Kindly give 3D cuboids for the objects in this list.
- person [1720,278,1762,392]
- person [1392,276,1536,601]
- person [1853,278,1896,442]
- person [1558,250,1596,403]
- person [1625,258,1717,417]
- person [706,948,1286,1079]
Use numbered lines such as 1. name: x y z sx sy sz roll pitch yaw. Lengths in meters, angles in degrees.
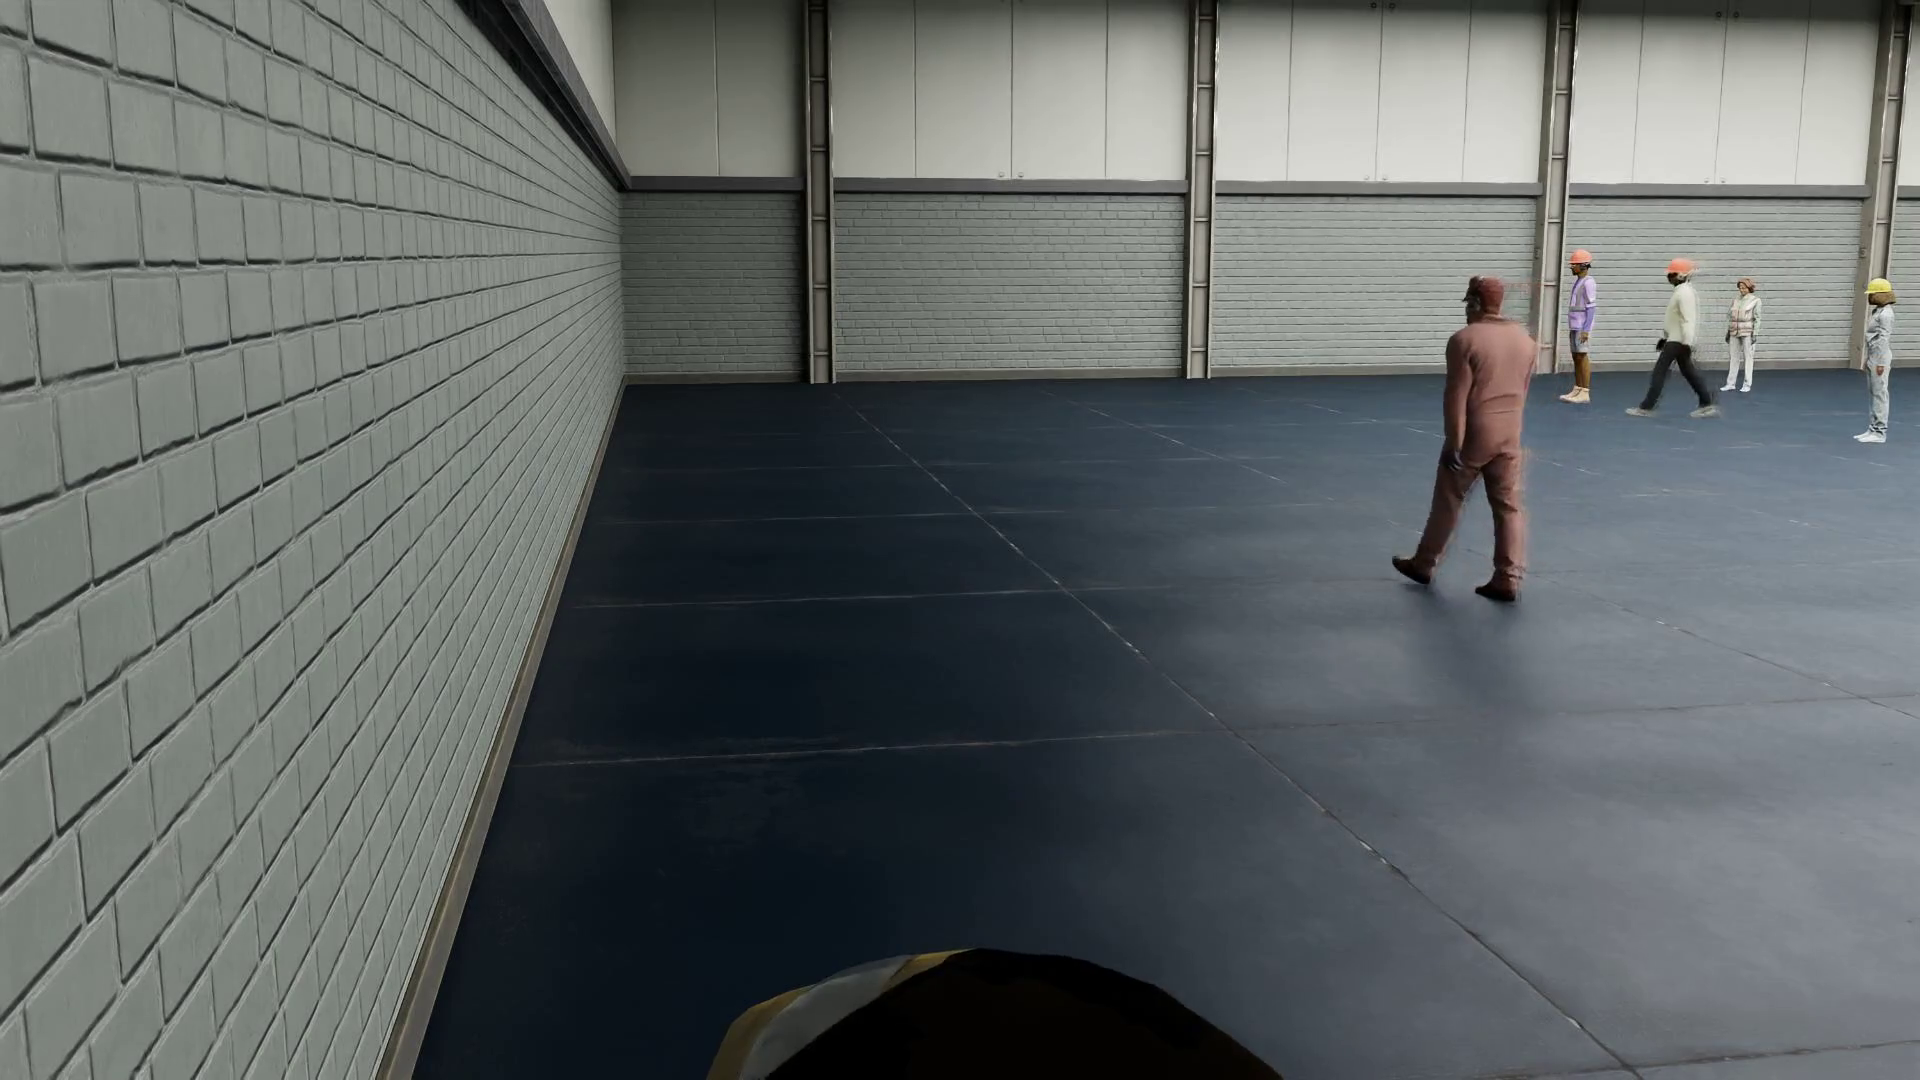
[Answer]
1. person: 11.291 -2.953 24.004 0.308 1.639 0.510 -6 11 -30
2. person: 3.003 -0.611 9.843 0.679 1.864 0.932 -4 11 -24
3. person: 9.737 -1.905 17.699 0.324 1.738 0.484 4 10 20
4. person: 8.256 -2.846 22.220 0.393 2.041 0.614 1 10 4
5. person: 8.771 -2.452 20.267 1.036 1.948 0.614 4 11 22
6. person: 0.048 0.943 1.006 0.621 1.838 0.429 6 11 29
